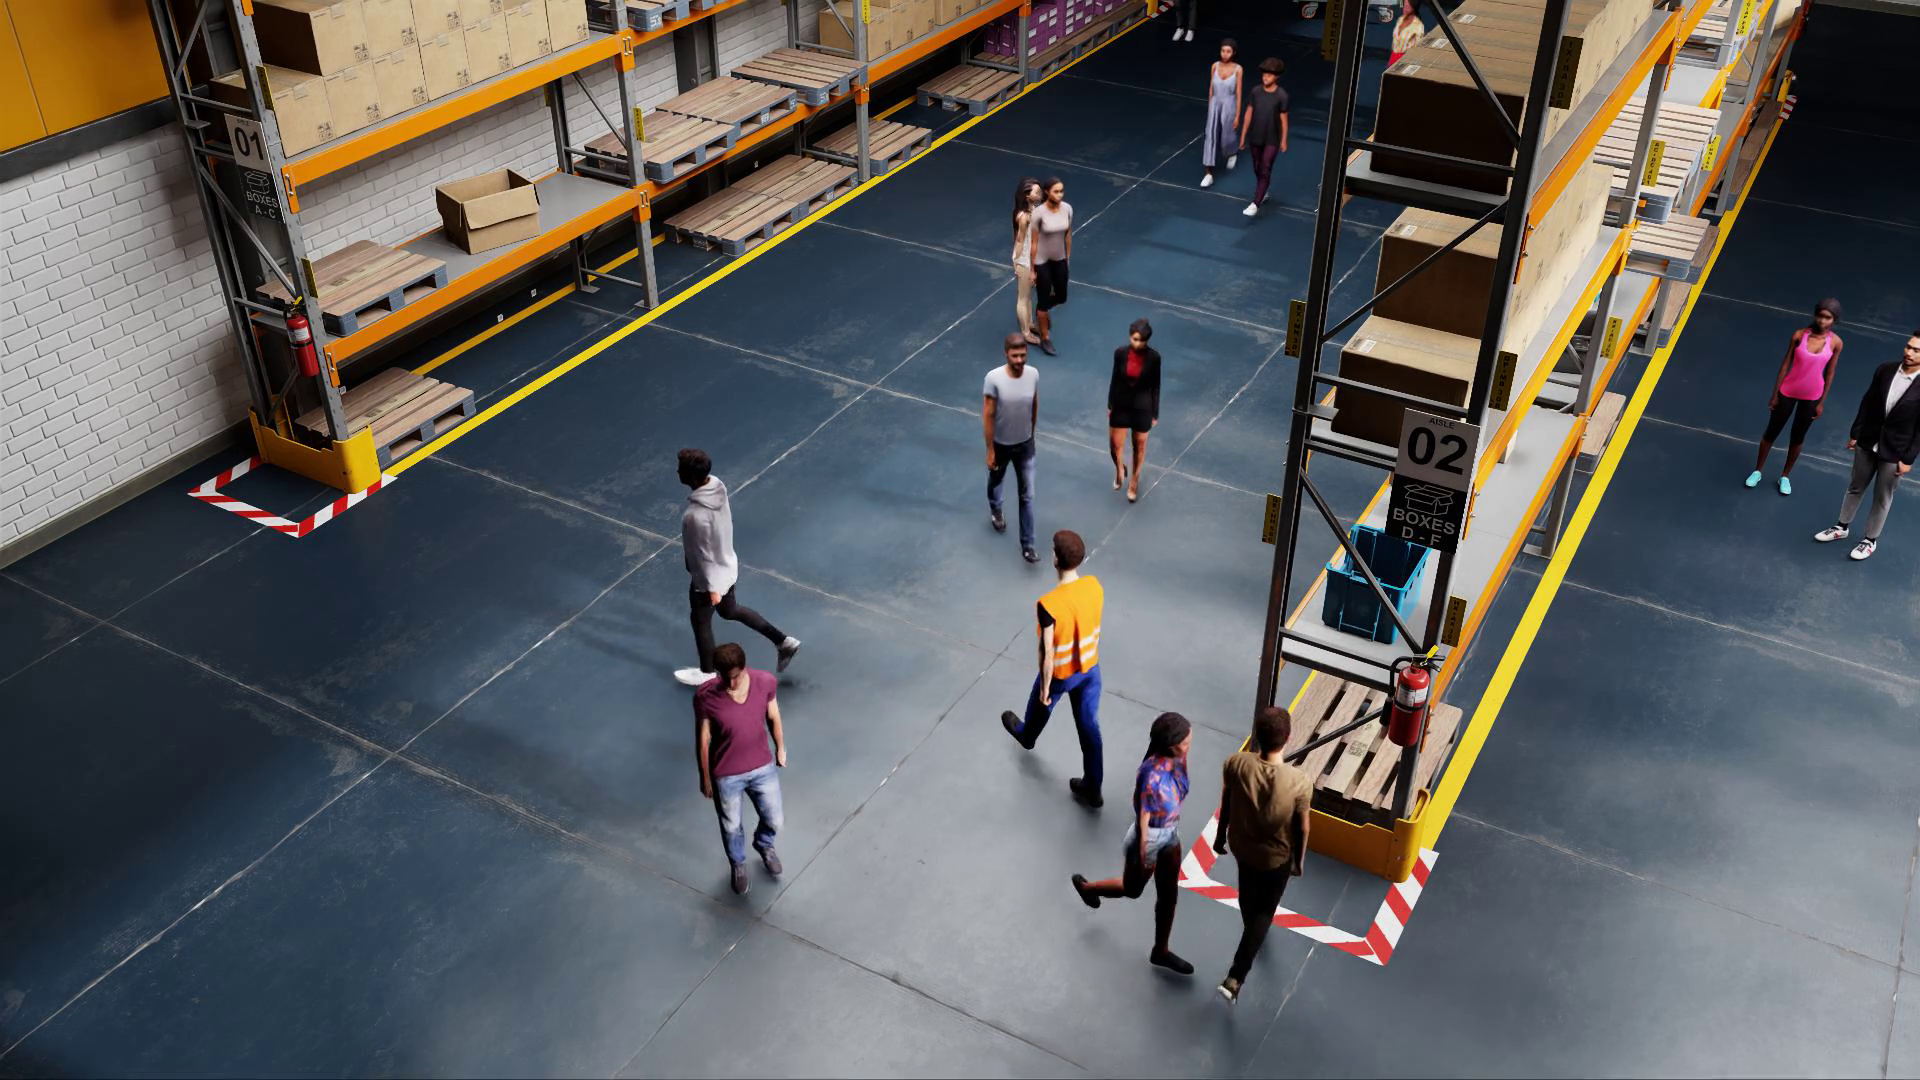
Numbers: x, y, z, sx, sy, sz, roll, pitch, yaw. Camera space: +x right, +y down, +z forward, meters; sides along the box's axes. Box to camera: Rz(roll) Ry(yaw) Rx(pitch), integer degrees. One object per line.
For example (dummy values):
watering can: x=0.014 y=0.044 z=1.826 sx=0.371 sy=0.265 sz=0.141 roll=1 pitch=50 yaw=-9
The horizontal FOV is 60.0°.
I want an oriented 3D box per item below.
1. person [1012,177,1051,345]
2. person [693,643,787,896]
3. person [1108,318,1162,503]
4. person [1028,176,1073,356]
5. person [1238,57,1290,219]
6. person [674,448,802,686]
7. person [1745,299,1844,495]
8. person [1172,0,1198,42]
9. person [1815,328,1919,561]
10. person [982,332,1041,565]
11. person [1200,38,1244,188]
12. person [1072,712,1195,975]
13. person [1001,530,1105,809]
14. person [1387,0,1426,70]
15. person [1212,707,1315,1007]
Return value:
person: x=0.619 y=-2.683 z=15.906 sx=0.676 sy=1.653 sz=0.614 roll=-6 pitch=34 yaw=-9
person: x=-1.312 y=1.268 z=9.803 sx=0.785 sy=1.828 sz=0.861 roll=-10 pitch=35 yaw=-15
person: x=1.407 y=-1.063 z=13.493 sx=0.663 sy=1.626 sz=0.694 roll=8 pitch=34 yaw=12
person: x=0.805 y=-2.641 z=15.771 sx=0.909 sy=1.733 sz=0.933 roll=-14 pitch=36 yaw=-20
person: x=3.446 y=-4.524 z=18.596 sx=0.723 sy=1.741 sz=1.126 roll=22 pitch=39 yaw=29
person: x=-1.567 y=0.231 z=11.301 sx=1.037 sy=1.899 sz=1.178 roll=4 pitch=34 yaw=6
person: x=6.858 y=-1.185 z=13.589 sx=0.563 sy=1.722 sz=0.554 roll=15 pitch=37 yaw=22
person: x=3.338 y=-8.093 z=23.963 sx=0.686 sy=1.744 sz=0.679 roll=15 pitch=36 yaw=21
person: x=7.122 y=-0.770 z=12.760 sx=0.782 sy=1.950 sz=0.795 roll=-19 pitch=38 yaw=-26
person: x=0.356 y=-0.787 z=12.904 sx=1.140 sy=1.818 sz=1.219 roll=-7 pitch=34 yaw=-11
person: x=3.109 y=-5.007 z=19.388 sx=0.616 sy=1.668 sz=1.085 roll=15 pitch=36 yaw=21
person: x=0.999 y=1.654 z=9.326 sx=0.780 sy=1.714 sz=1.041 roll=26 pitch=41 yaw=33
person: x=0.751 y=0.859 z=10.412 sx=1.254 sy=1.836 sz=1.122 roll=-20 pitch=39 yaw=-27
person: x=5.500 y=-5.817 z=20.504 sx=0.941 sy=1.782 sz=0.799 roll=-19 pitch=38 yaw=-26
person: x=1.610 y=1.744 z=9.095 sx=0.671 sy=1.819 sz=1.159 roll=18 pitch=37 yaw=25
